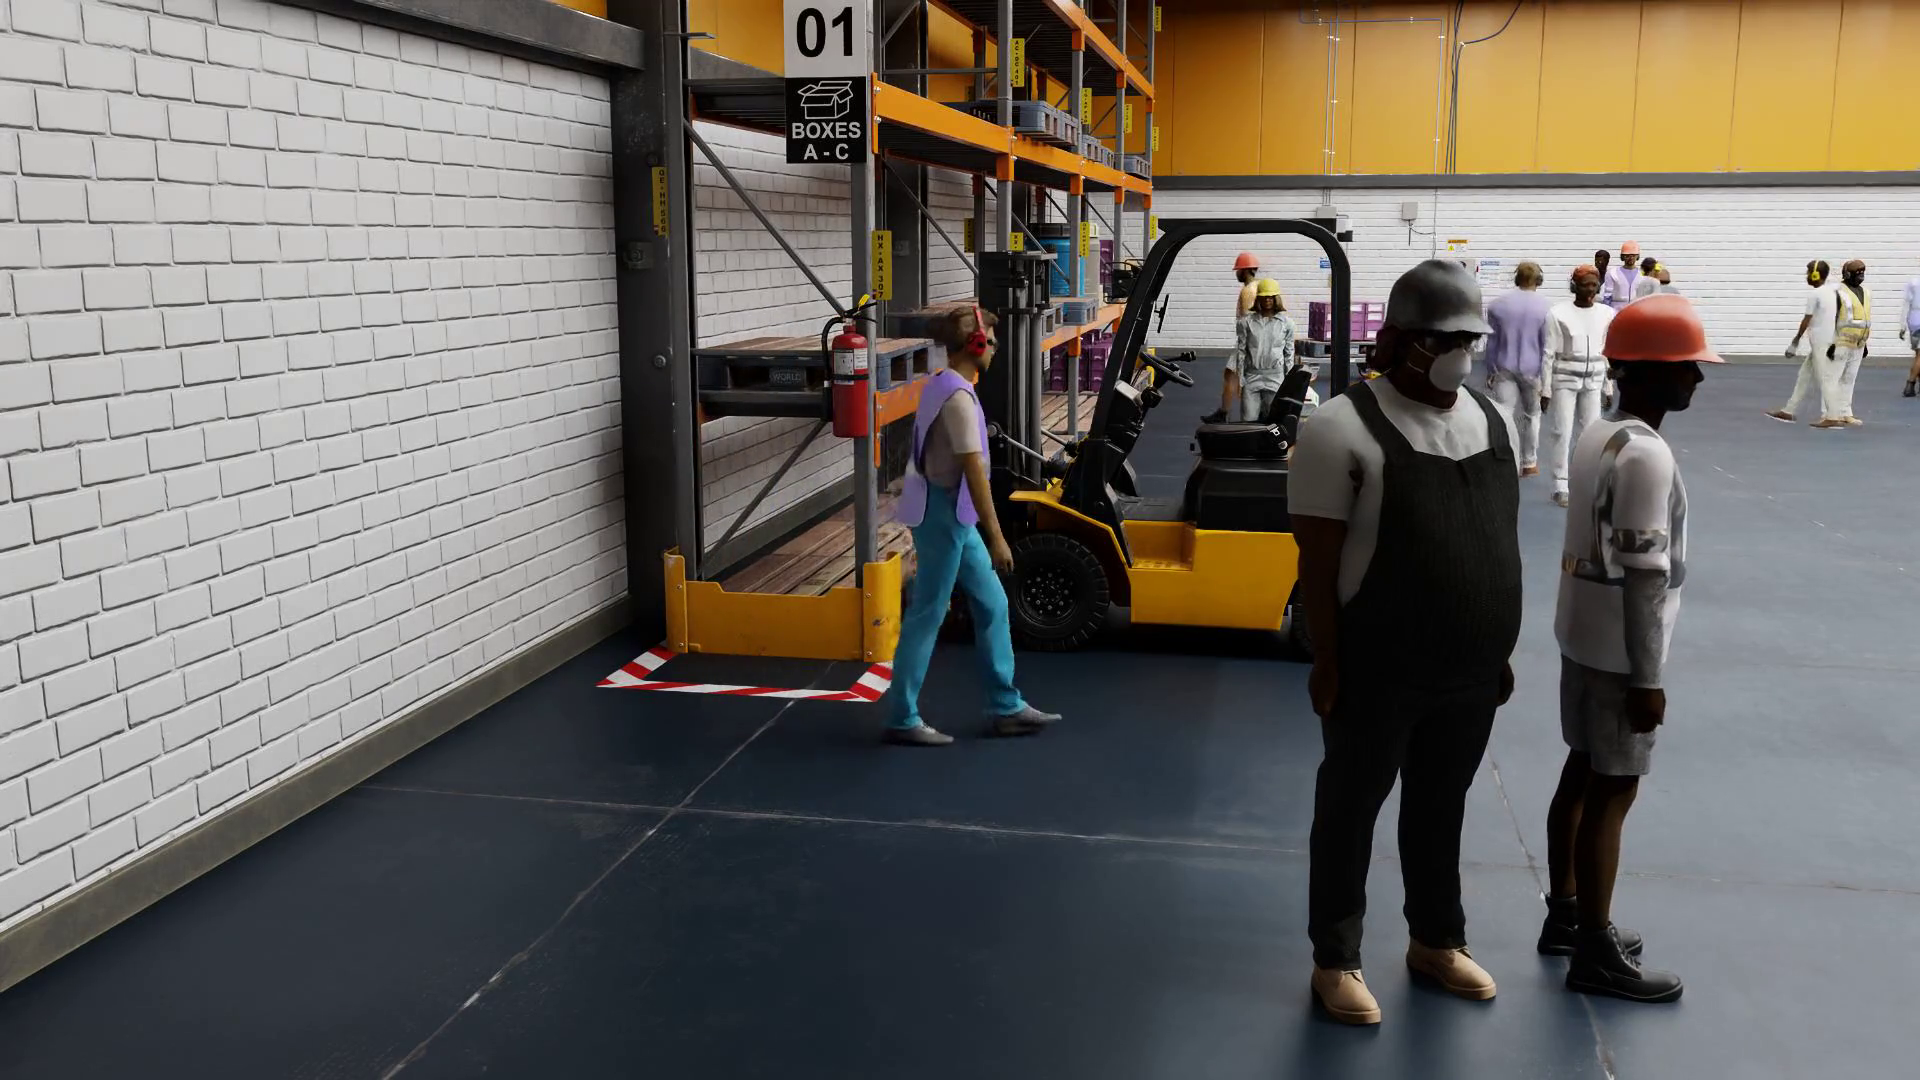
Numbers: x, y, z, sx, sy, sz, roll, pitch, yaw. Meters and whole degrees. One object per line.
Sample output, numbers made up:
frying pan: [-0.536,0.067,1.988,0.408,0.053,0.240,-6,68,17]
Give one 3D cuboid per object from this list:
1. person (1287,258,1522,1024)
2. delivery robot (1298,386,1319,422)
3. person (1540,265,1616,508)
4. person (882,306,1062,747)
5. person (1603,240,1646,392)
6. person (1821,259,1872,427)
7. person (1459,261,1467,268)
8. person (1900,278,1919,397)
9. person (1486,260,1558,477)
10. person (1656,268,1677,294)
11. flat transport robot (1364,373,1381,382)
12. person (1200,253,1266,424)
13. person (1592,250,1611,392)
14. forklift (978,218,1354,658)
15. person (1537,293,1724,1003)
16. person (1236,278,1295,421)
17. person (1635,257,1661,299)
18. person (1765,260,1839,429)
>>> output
person: [1.244,0.271,4.460,0.684,2.000,0.538,-4,11,-22]
delivery robot: [3.711,-1.530,18.154,0.477,0.478,0.707,1,10,6]
person: [4.798,-1.207,13.019,0.590,1.874,0.591,-1,10,-4]
person: [0.072,-0.039,6.798,0.873,1.798,0.609,0,10,1]
person: [8.926,-2.983,22.294,0.607,2.044,0.378,1,10,7]
person: [9.821,-2.172,18.403,0.625,1.844,0.429,-5,11,-25]
person: [8.017,-3.641,26.849,0.318,1.696,0.536,-6,12,-28]
person: [12.734,-2.834,21.945,1.010,1.881,0.556,-9,13,-40]
person: [4.776,-1.445,14.265,0.631,1.907,0.897,8,13,36]
person: [10.986,-3.458,26.103,0.504,1.609,0.772,0,10,-2]
flat transport robot: [6.202,-2.235,23.052,0.652,0.197,1.431,10,14,42]
person: [3.032,-2.164,18.169,0.853,1.906,0.566,6,12,30]
person: [8.648,-2.964,22.545,0.587,1.914,0.390,6,12,29]
forklift: [1.285,-0.567,8.635,2.313,2.155,1.214,2,11,11]
person: [1.854,0.292,4.626,0.376,1.939,0.547,1,10,6]
person: [2.585,-1.341,14.113,0.483,1.745,0.300,2,10,8]
person: [8.866,-2.712,21.422,0.333,1.831,0.653,-1,10,-4]
person: [9.341,-2.155,18.356,0.490,1.827,0.927,-10,14,-43]
